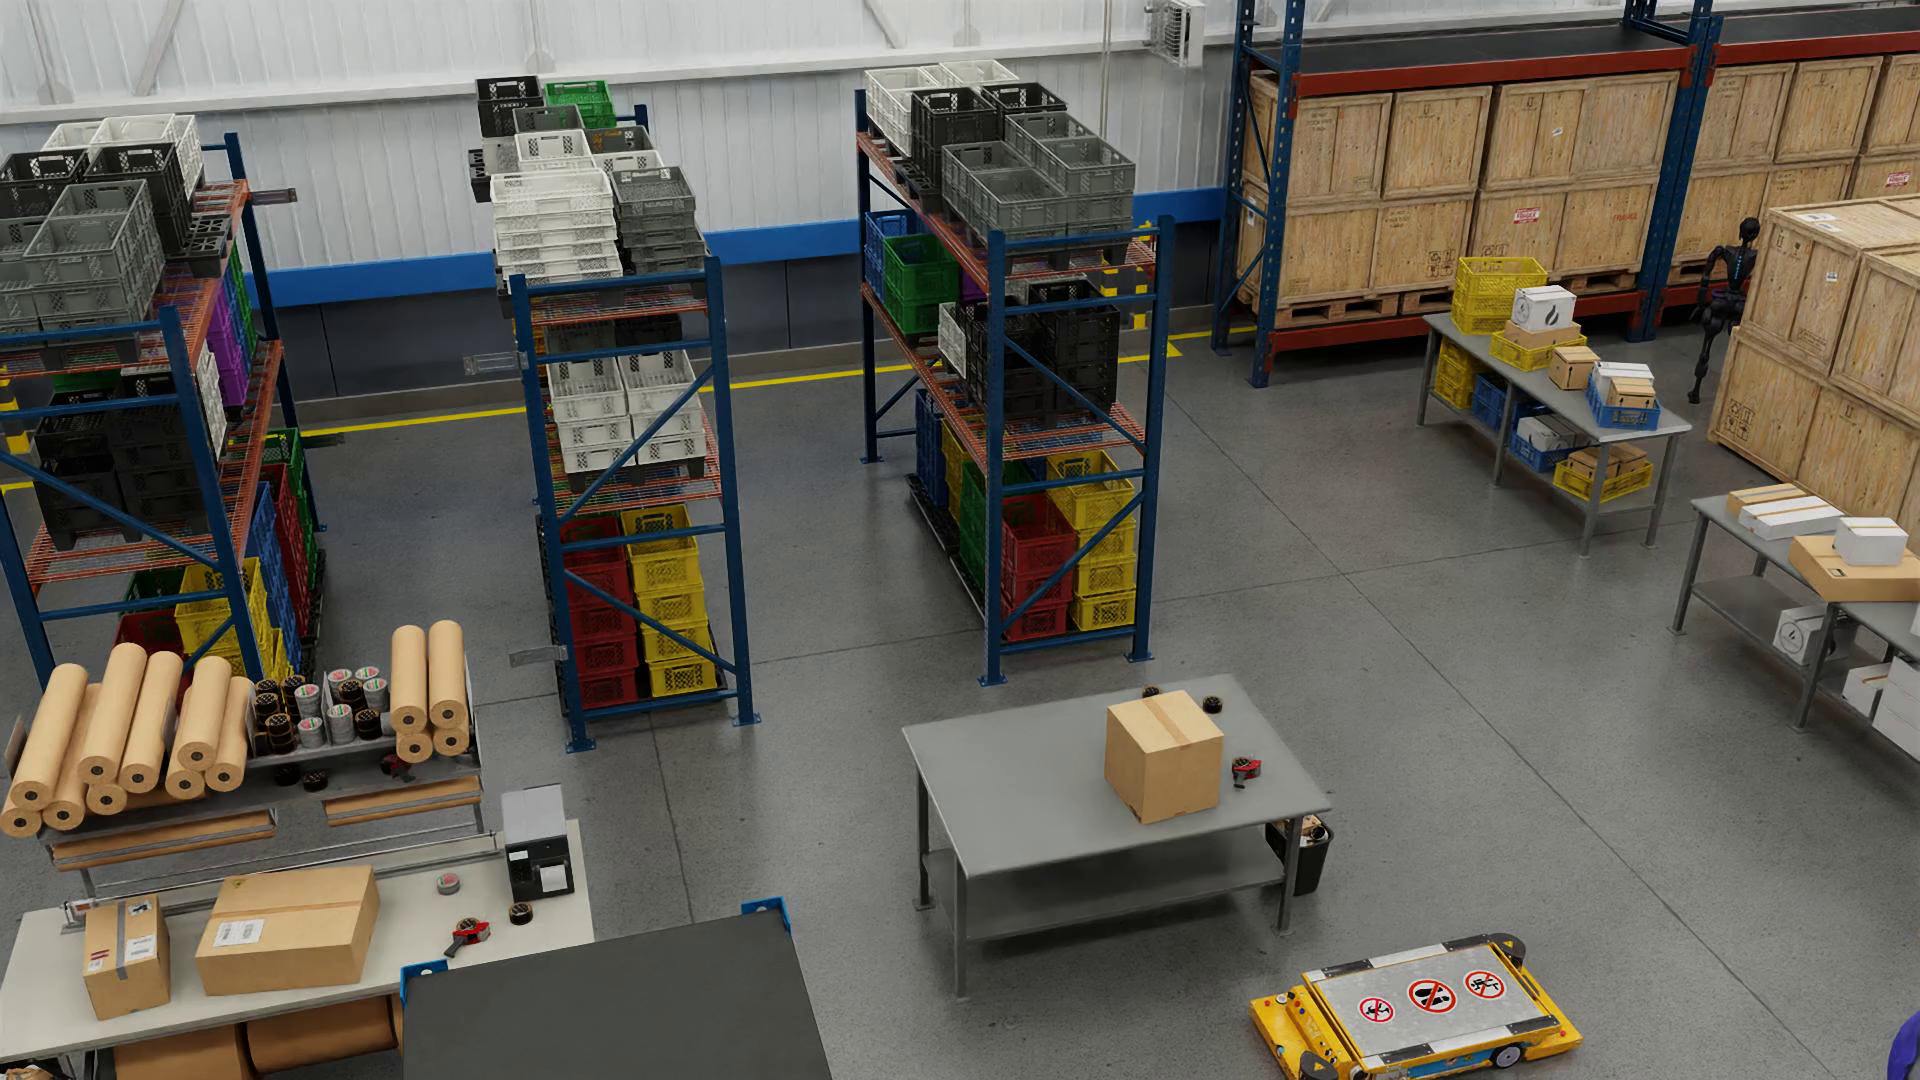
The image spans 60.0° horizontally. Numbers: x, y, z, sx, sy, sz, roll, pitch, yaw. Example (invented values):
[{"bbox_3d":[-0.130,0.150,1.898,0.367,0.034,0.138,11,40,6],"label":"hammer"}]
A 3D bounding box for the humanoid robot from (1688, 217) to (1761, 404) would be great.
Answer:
[{"bbox_3d":[6.590,-1.958,14.247,0.608,1.657,0.314,15,32,25],"label":"humanoid robot"}]

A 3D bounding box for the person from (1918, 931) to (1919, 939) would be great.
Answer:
[{"bbox_3d":[5.161,1.230,8.250,0.356,1.882,0.574,18,33,29],"label":"person"}]

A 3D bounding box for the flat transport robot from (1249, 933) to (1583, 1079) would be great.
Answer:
[{"bbox_3d":[2.184,2.282,7.980,1.431,0.197,0.652,-8,30,-14],"label":"flat transport robot"}]
